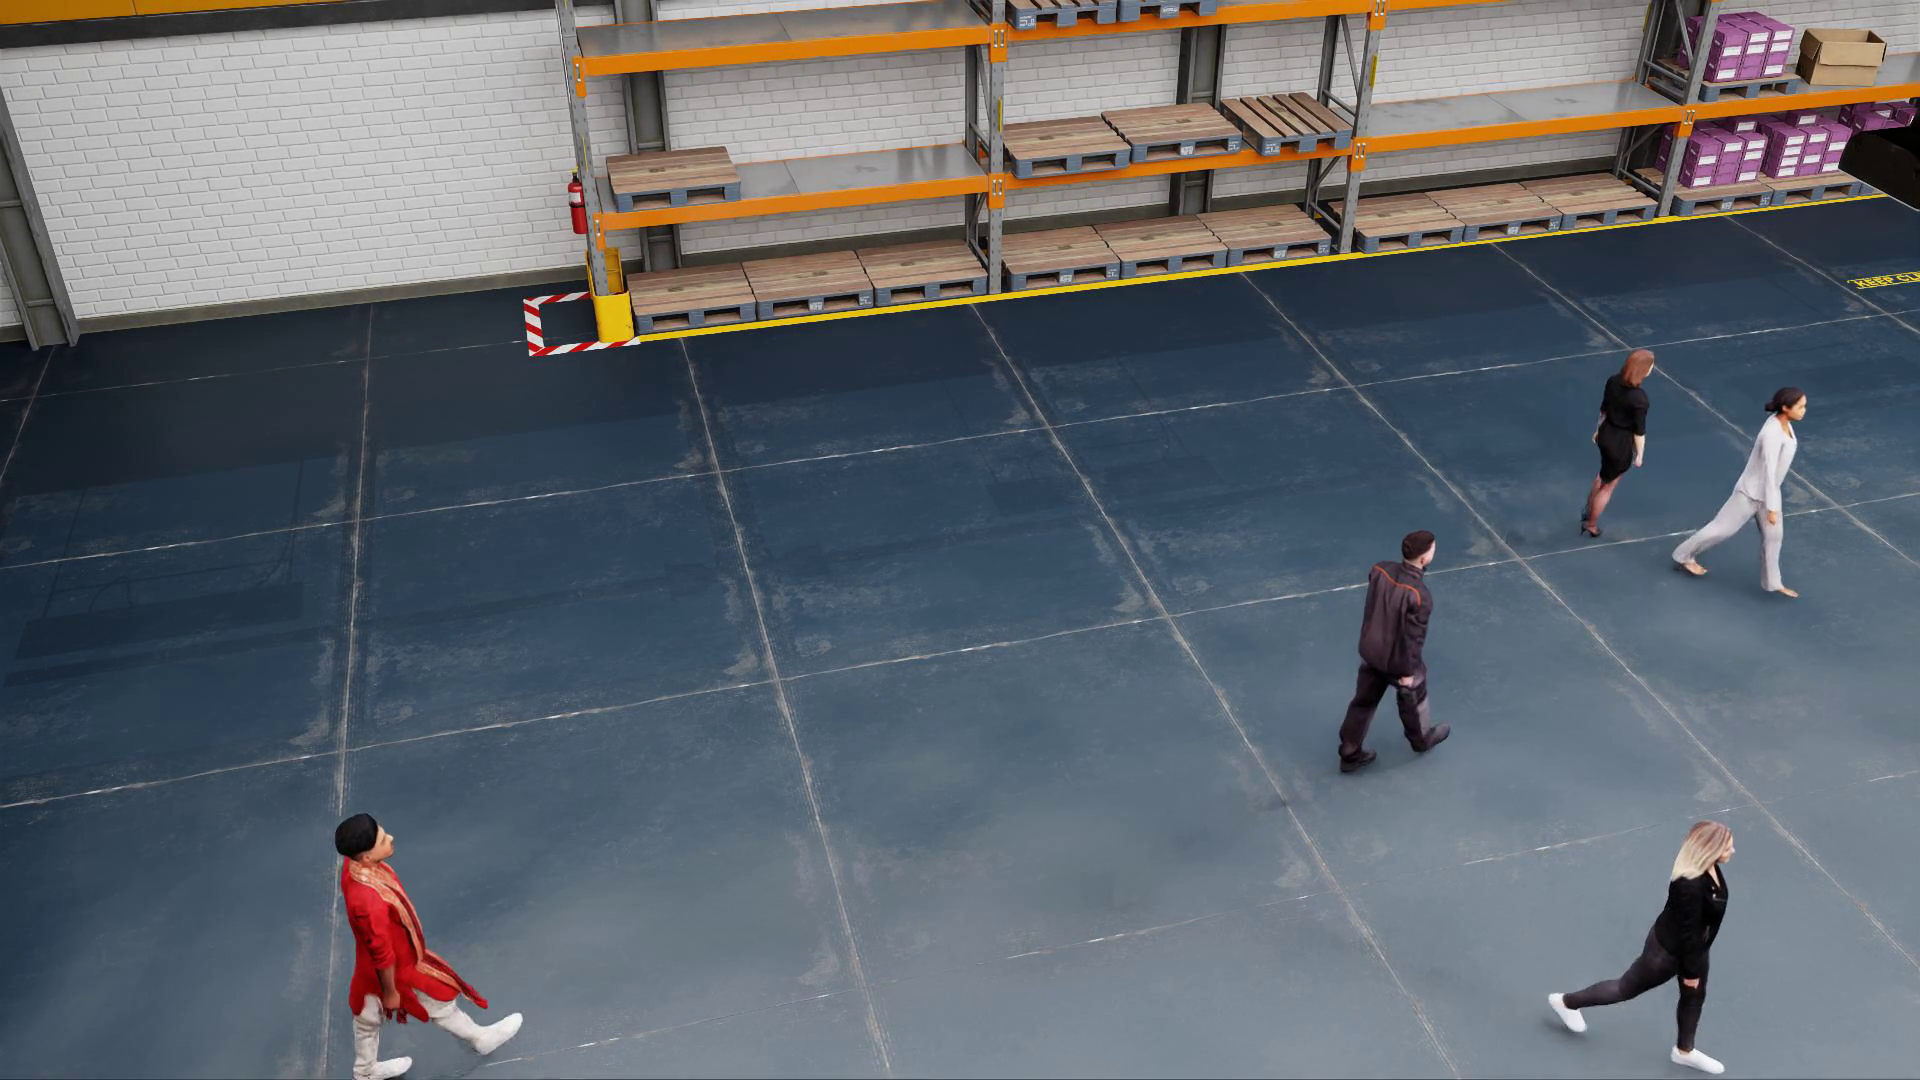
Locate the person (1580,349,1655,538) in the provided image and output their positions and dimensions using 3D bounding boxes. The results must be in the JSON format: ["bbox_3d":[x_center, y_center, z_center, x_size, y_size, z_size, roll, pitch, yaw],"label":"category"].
[{"bbox_3d":[5.084,-0.725,13.082,0.557,1.698,0.603,-10,35,-15],"label":"person"}]

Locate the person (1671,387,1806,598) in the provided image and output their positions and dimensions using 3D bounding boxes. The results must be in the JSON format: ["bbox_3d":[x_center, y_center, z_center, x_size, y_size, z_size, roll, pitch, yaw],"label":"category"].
[{"bbox_3d":[5.930,-0.381,12.571,1.150,1.692,1.186,23,40,31],"label":"person"}]

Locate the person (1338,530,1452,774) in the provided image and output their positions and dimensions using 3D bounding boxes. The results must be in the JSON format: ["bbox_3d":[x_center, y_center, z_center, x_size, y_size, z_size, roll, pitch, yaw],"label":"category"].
[{"bbox_3d":[2.717,0.755,10.742,1.156,1.823,0.888,-16,37,-23],"label":"person"}]

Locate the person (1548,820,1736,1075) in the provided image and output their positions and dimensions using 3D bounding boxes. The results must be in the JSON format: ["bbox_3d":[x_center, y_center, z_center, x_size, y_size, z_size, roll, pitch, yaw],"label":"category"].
[{"bbox_3d":[3.678,2.137,8.819,1.170,1.650,1.126,19,38,26],"label":"person"}]

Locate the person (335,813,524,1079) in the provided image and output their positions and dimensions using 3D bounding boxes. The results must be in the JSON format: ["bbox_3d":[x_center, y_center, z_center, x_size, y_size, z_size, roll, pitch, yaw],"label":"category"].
[{"bbox_3d":[-3.052,2.187,8.572,1.217,1.841,0.906,-19,38,-26],"label":"person"}]
